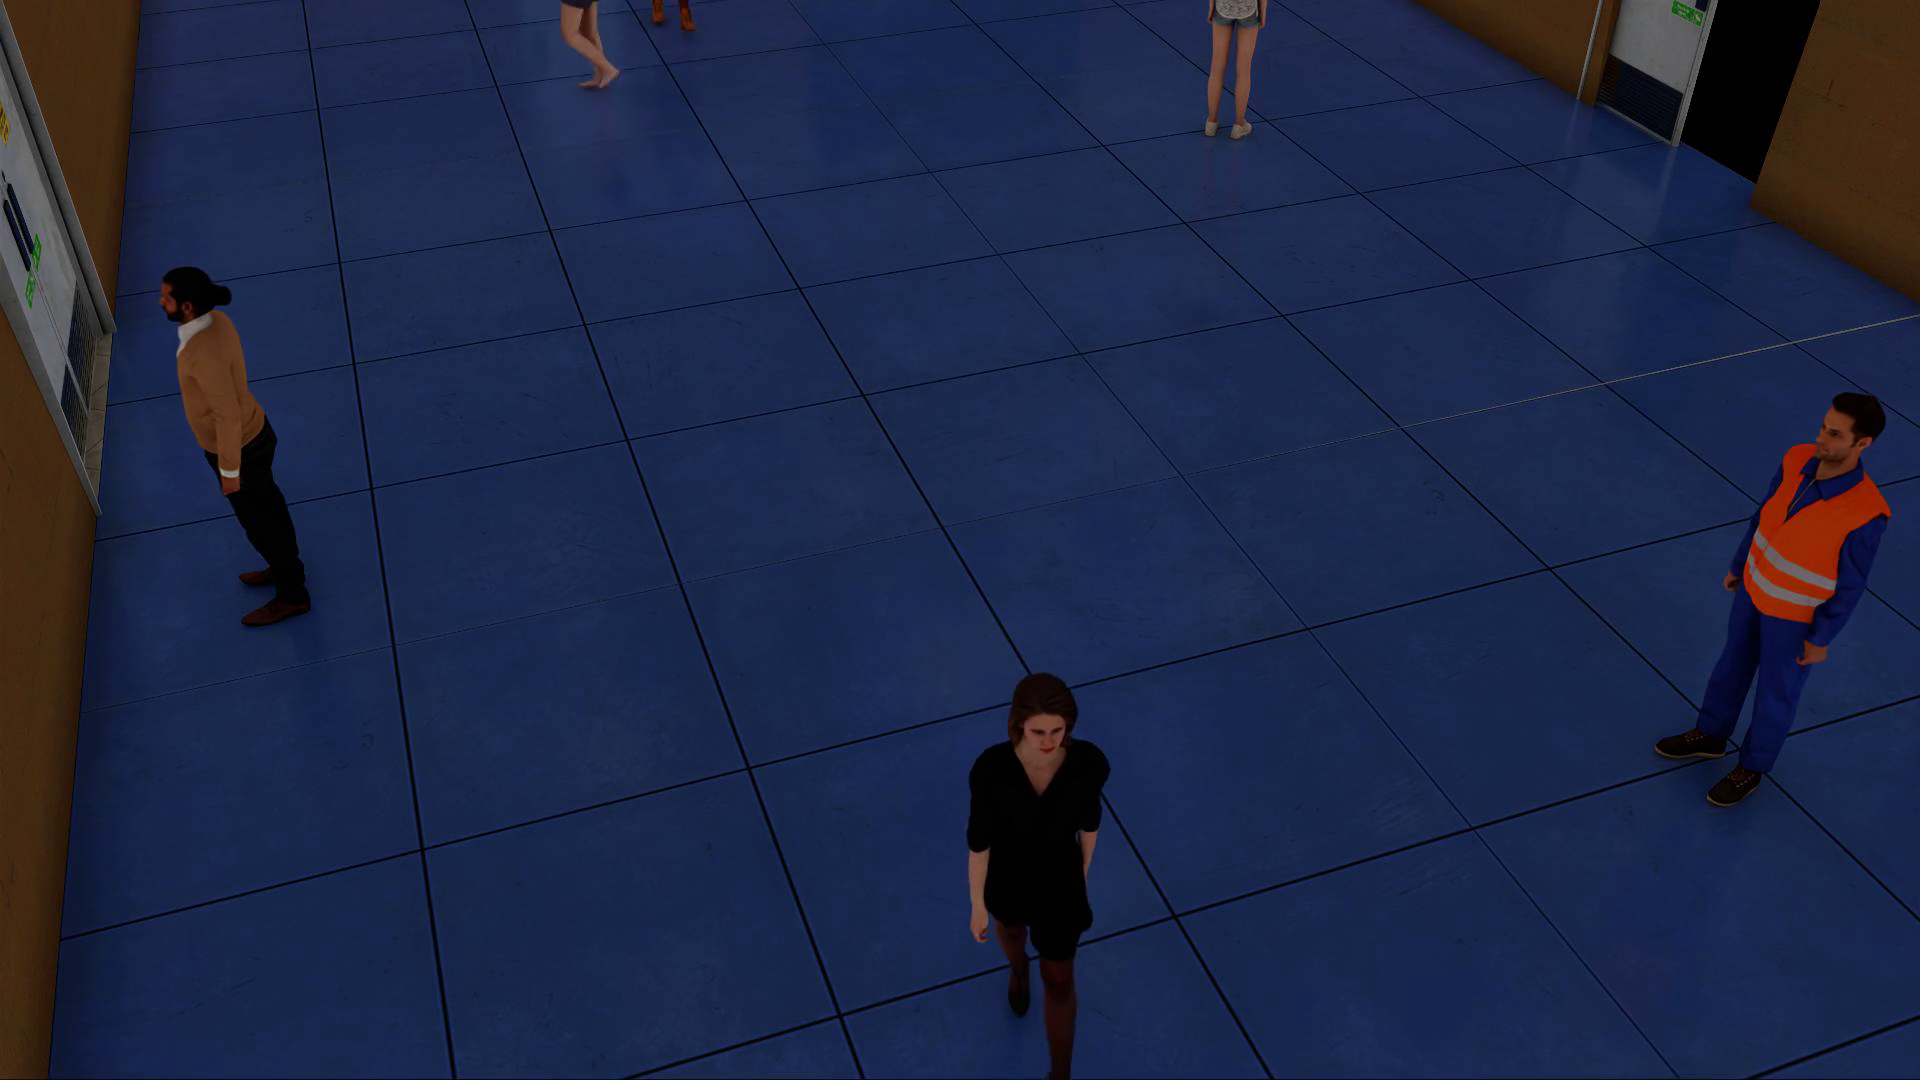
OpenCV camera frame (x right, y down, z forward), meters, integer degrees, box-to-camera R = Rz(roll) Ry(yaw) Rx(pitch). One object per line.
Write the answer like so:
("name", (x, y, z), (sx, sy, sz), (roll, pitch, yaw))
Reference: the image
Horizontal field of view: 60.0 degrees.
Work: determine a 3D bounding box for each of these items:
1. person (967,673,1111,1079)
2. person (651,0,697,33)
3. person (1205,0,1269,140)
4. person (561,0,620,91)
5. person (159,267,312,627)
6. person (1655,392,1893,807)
("person", (0.211, 1.046, 5.460), (1.000, 1.677, 0.875), (0, 37, 0))
("person", (-2.509, -5.068, 13.606), (0.894, 1.694, 0.688), (-10, 38, -12))
("person", (1.947, -3.700, 11.729), (0.634, 1.760, 0.710), (12, 39, 15))
("person", (-2.740, -4.130, 12.404), (0.767, 1.636, 0.727), (6, 37, 8))
("person", (-3.202, -0.422, 7.366), (0.566, 1.754, 0.645), (-12, 38, -15))
("person", (3.175, 0.232, 6.404), (0.581, 1.863, 0.672), (-12, 38, -15))
